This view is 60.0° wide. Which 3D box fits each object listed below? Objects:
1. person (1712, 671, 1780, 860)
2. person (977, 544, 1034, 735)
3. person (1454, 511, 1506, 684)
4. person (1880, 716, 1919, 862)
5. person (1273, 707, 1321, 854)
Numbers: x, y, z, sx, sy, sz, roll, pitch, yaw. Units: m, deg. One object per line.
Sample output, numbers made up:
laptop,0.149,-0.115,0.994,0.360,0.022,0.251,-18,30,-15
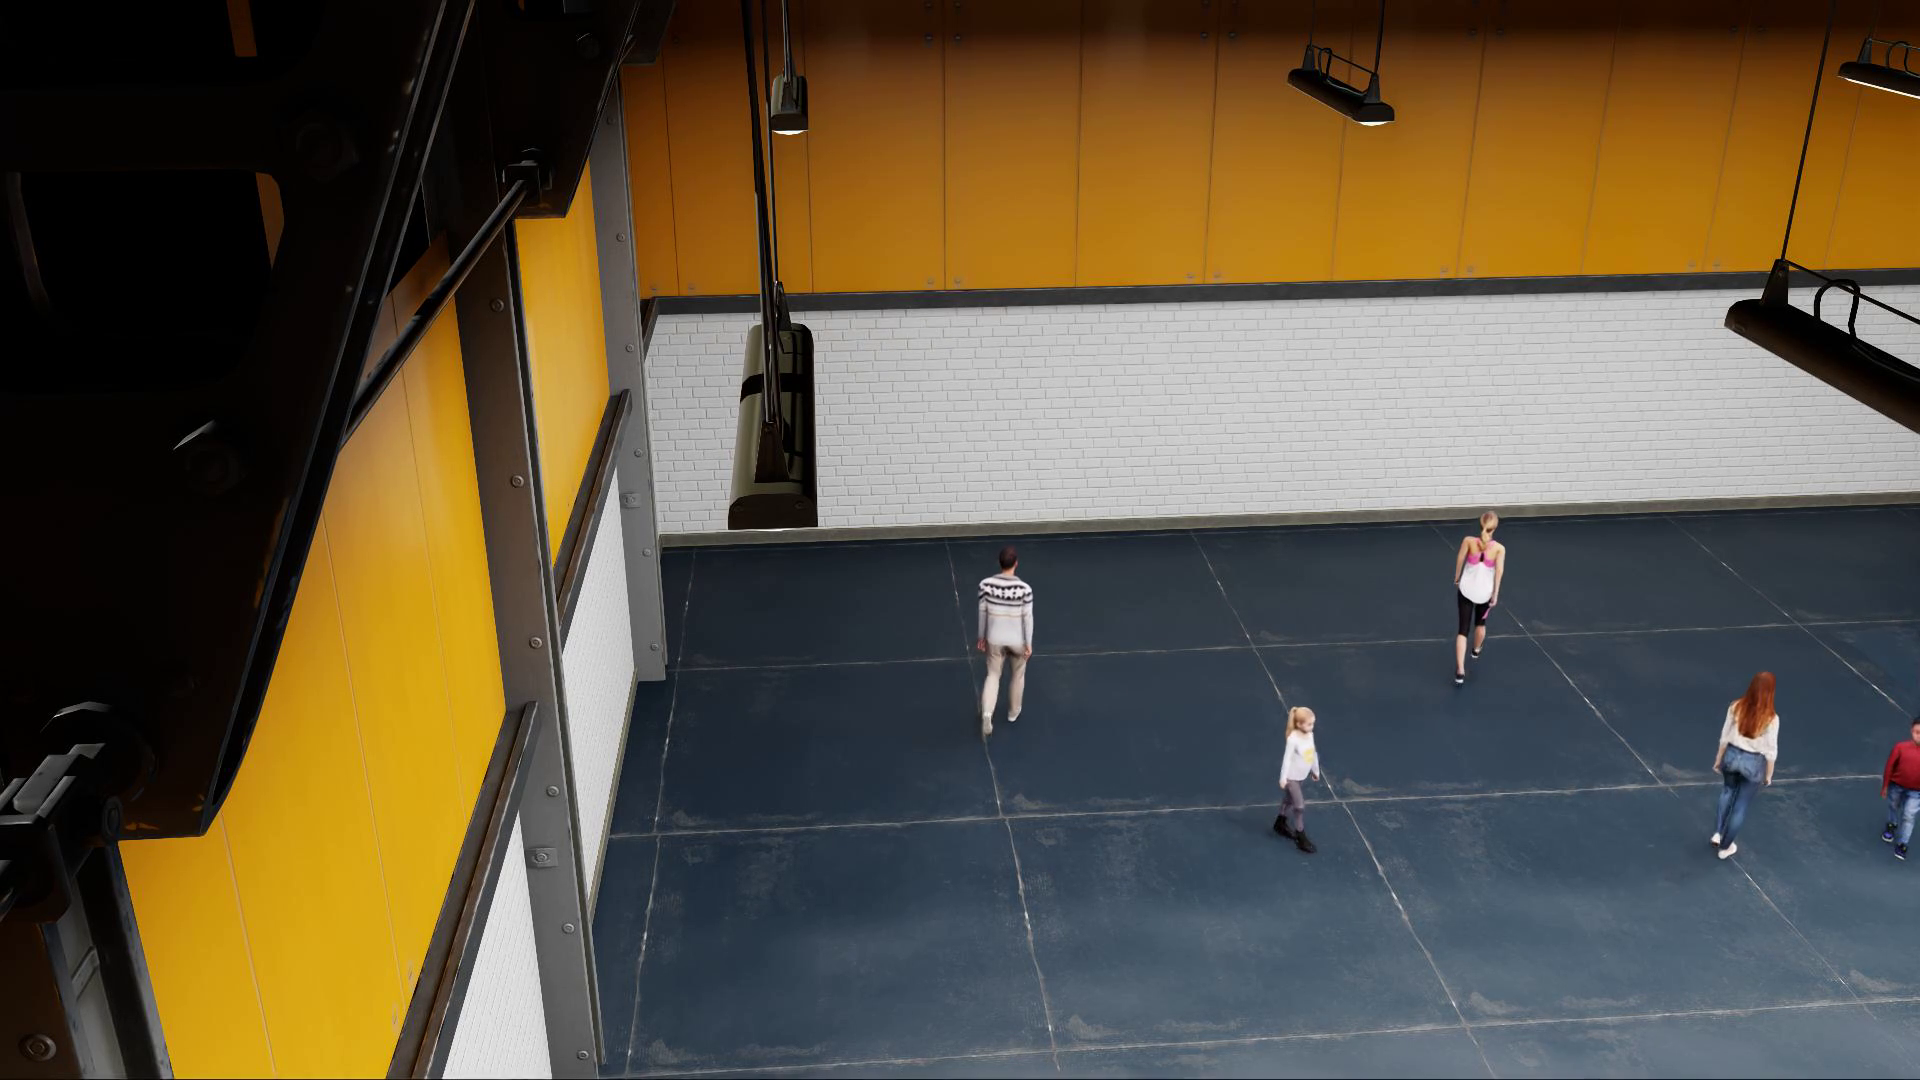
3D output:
person,6.382,1.868,13.631,0.762,1.719,0.685,-20,30,-38
person,0.416,0.961,15.565,0.877,1.832,1.066,6,24,13
person,5.100,0.585,16.542,0.930,1.739,1.194,9,25,19
person,7.920,2.013,13.911,0.803,1.229,0.921,14,27,28
person,2.773,1.955,14.001,0.816,1.263,0.745,21,31,39
